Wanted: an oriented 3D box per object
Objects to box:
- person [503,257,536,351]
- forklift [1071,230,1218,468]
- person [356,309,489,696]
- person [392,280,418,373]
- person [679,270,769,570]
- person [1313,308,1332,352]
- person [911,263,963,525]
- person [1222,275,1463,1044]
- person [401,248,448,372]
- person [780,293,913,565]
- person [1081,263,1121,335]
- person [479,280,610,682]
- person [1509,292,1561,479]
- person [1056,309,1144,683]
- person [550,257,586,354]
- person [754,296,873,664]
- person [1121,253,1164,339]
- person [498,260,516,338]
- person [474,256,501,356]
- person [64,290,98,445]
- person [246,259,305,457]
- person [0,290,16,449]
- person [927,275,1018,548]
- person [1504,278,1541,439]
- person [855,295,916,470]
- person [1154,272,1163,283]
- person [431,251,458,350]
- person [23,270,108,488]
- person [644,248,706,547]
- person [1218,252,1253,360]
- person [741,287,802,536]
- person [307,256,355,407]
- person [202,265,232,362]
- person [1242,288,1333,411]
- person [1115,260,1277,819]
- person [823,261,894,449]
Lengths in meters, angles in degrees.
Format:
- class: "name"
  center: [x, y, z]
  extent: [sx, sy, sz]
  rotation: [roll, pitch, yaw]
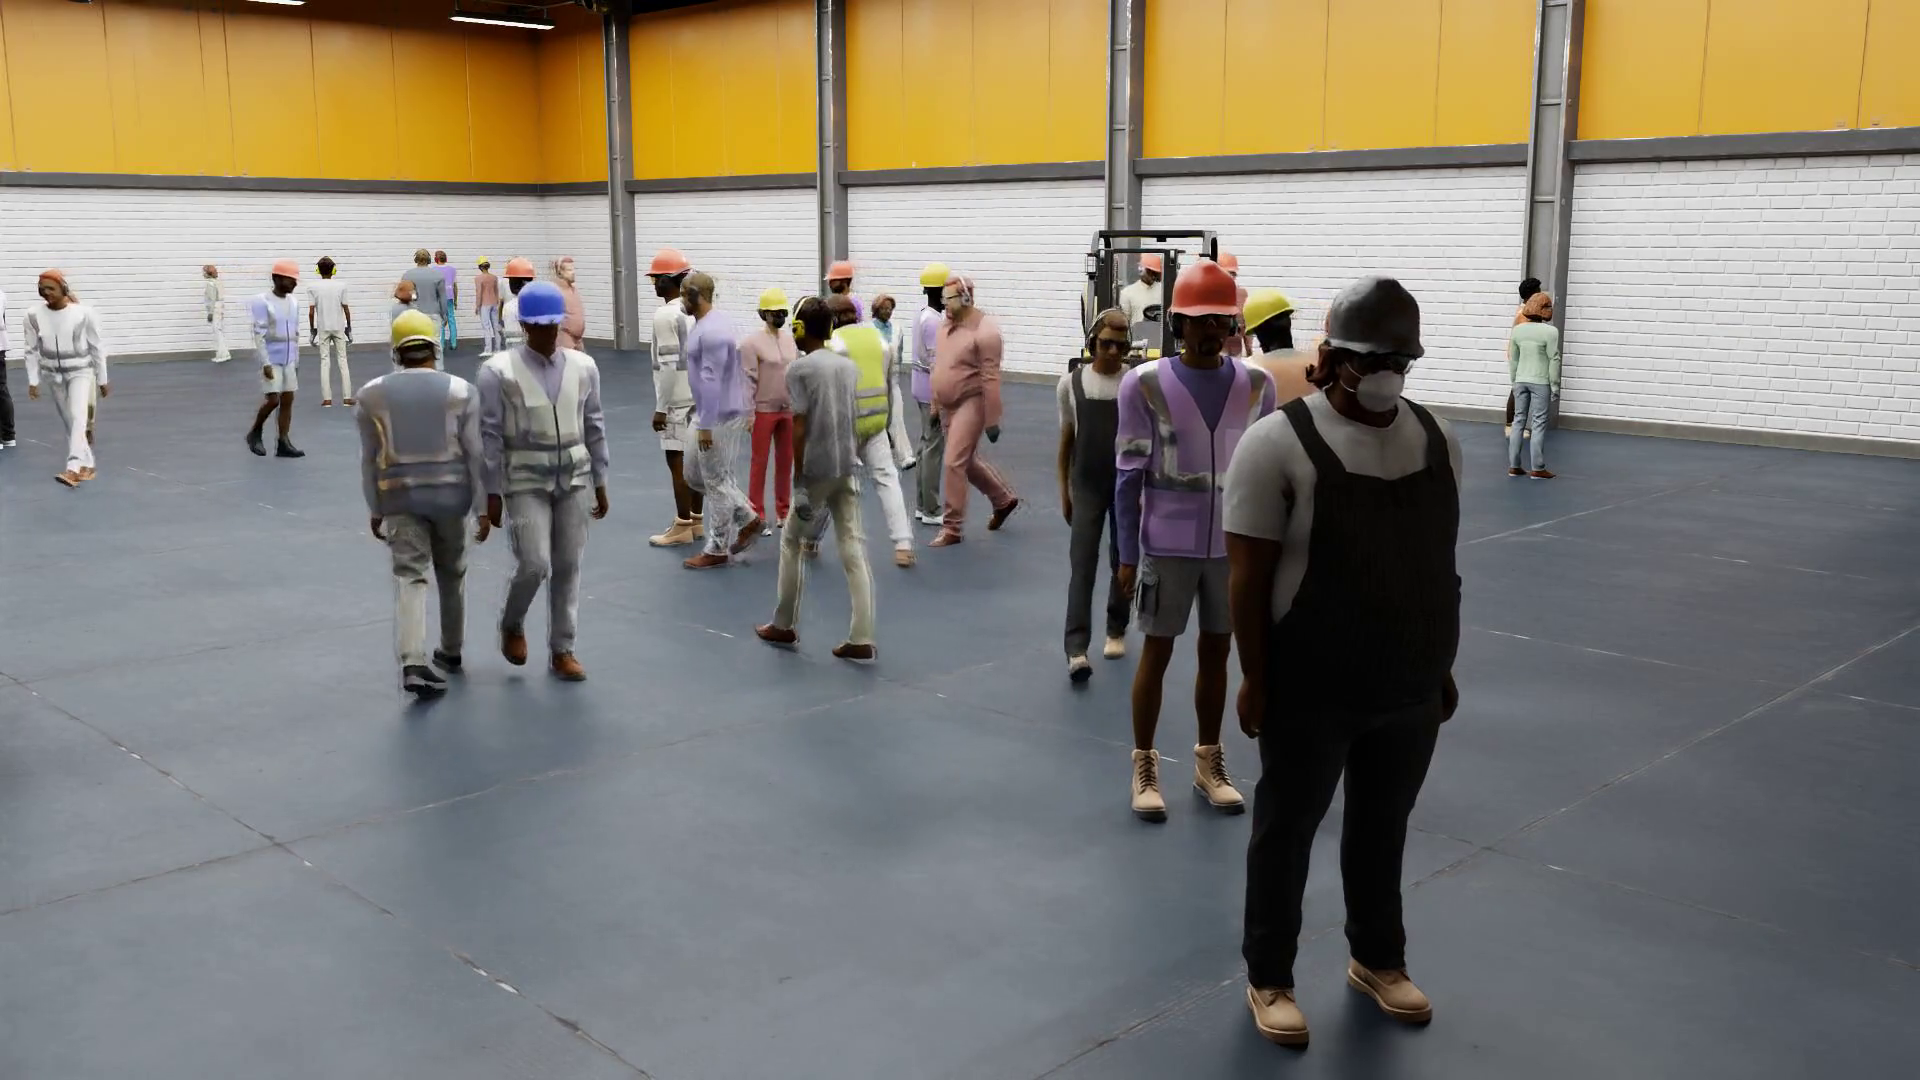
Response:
- class: "person"
  center: [-3.778, -1.473, 14.456]
  extent: [0.361, 1.940, 0.543]
  rotation: [5, 12, 26]
- class: "forklift"
  center: [1.804, -1.825, 15.677]
  extent: [1.214, 2.155, 2.313]
  rotation: [2, 11, 13]
- class: "person"
  center: [-2.510, -0.180, 7.831]
  extent: [0.592, 1.796, 0.843]
  rotation: [-3, 11, -16]
- class: "person"
  center: [-6.349, -2.218, 19.408]
  extent: [0.777, 1.599, 0.529]
  rotation: [2, 11, 12]
- class: "person"
  center: [-1.546, -0.766, 10.668]
  extent: [0.496, 1.914, 0.651]
  rotation: [-4, 11, -20]
- class: "person"
  center: [2.940, -1.007, 12.844]
  extent: [0.842, 1.597, 0.528]
  rotation: [-5, 11, -24]
- class: "person"
  center: [-0.178, -1.073, 12.295]
  extent: [0.355, 1.930, 0.593]
  rotation: [-2, 11, -10]
- class: "person"
  center: [1.059, 0.320, 4.401]
  extent: [0.688, 2.000, 0.537]
  rotation: [-4, 11, -18]
- class: "person"
  center: [-7.805, -3.279, 24.306]
  extent: [0.630, 1.940, 0.373]
  rotation: [-2, 11, -13]
- class: "person"
  center: [-0.716, -0.722, 10.880]
  extent: [0.695, 1.755, 1.037]
  rotation: [-9, 14, -42]
- class: "person"
  center: [1.756, -2.500, 20.321]
  extent: [0.429, 1.841, 0.634]
  rotation: [-8, 13, -36]
- class: "person"
  center: [-1.985, -0.275, 7.970]
  extent: [0.623, 1.921, 0.513]
  rotation: [-8, 13, -38]
- class: "person"
  center: [5.058, -1.355, 14.645]
  extent: [0.283, 1.633, 0.500]
  rotation: [-7, 13, -34]
- class: "person"
  center: [0.707, -0.223, 8.090]
  extent: [0.494, 1.780, 0.967]
  rotation: [1, 10, 6]
- class: "person"
  center: [-4.470, -2.237, 18.754]
  extent: [0.514, 1.891, 0.648]
  rotation: [2, 11, 13]
- class: "person"
  center: [-0.747, -0.311, 8.440]
  extent: [0.512, 1.813, 0.904]
  rotation: [-10, 14, -43]
- class: "person"
  center: [2.067, -2.264, 18.784]
  extent: [0.597, 1.951, 0.949]
  rotation: [-4, 11, -20]
- class: "person"
  center: [-6.121, -3.001, 23.137]
  extent: [0.524, 1.810, 0.980]
  rotation: [-6, 12, -28]
- class: "person"
  center: [-8.364, -4.123, 29.383]
  extent: [0.329, 1.765, 0.526]
  rotation: [6, 12, 30]
- class: "person"
  center: [-8.778, -1.685, 16.506]
  extent: [0.501, 1.608, 0.730]
  rotation: [-5, 12, -27]
- class: "person"
  center: [-6.534, -1.726, 15.926]
  extent: [0.584, 1.906, 0.569]
  rotation: [5, 11, 23]
- class: "person"
  center: [-9.728, -1.863, 16.630]
  extent: [0.392, 1.921, 0.593]
  rotation: [0, 10, 1]
- class: "person"
  center: [0.100, -0.909, 11.622]
  extent: [0.893, 1.874, 0.649]
  rotation: [-7, 12, -33]
- class: "person"
  center: [5.935, -1.913, 17.541]
  extent: [0.320, 1.690, 0.524]
  rotation: [3, 11, 17]
- class: "person"
  center: [-0.705, -1.428, 15.152]
  extent: [0.523, 1.594, 0.870]
  rotation: [-7, 12, -33]
- class: "person"
  center: [2.315, -2.289, 19.051]
  extent: [0.337, 1.882, 0.585]
  rotation: [9, 14, 41]
- class: "person"
  center: [-9.595, -4.445, 30.914]
  extent: [0.570, 1.845, 0.384]
  rotation: [-10, 15, -44]
- class: "person"
  center: [-7.614, -1.361, 14.134]
  extent: [0.574, 1.824, 0.993]
  rotation: [-1, 10, -7]
- class: "person"
  center: [-1.963, -0.970, 11.428]
  extent: [0.373, 2.043, 0.614]
  rotation: [2, 11, 12]
- class: "person"
  center: [2.686, -1.956, 17.078]
  extent: [0.625, 1.964, 0.808]
  rotation: [-6, 12, -30]
- class: "person"
  center: [-1.319, -0.918, 11.902]
  extent: [0.532, 1.768, 0.311]
  rotation: [-10, 14, -44]
- class: "person"
  center: [-7.860, -2.594, 20.766]
  extent: [0.520, 1.869, 0.328]
  rotation: [-4, 11, -20]
- class: "person"
  center: [-12.569, -3.819, 28.125]
  extent: [0.385, 1.632, 0.552]
  rotation: [-2, 11, -13]
- class: "person"
  center: [1.545, -0.266, 8.045]
  extent: [0.631, 1.879, 0.661]
  rotation: [-1, 10, -7]
- class: "person"
  center: [0.871, 0.012, 6.070]
  extent: [0.612, 2.041, 0.394]
  rotation: [-2, 11, -13]
- class: "person"
  center: [-1.113, -1.773, 16.264]
  extent: [1.019, 1.888, 0.561]
  rotation: [-4, 11, -22]
